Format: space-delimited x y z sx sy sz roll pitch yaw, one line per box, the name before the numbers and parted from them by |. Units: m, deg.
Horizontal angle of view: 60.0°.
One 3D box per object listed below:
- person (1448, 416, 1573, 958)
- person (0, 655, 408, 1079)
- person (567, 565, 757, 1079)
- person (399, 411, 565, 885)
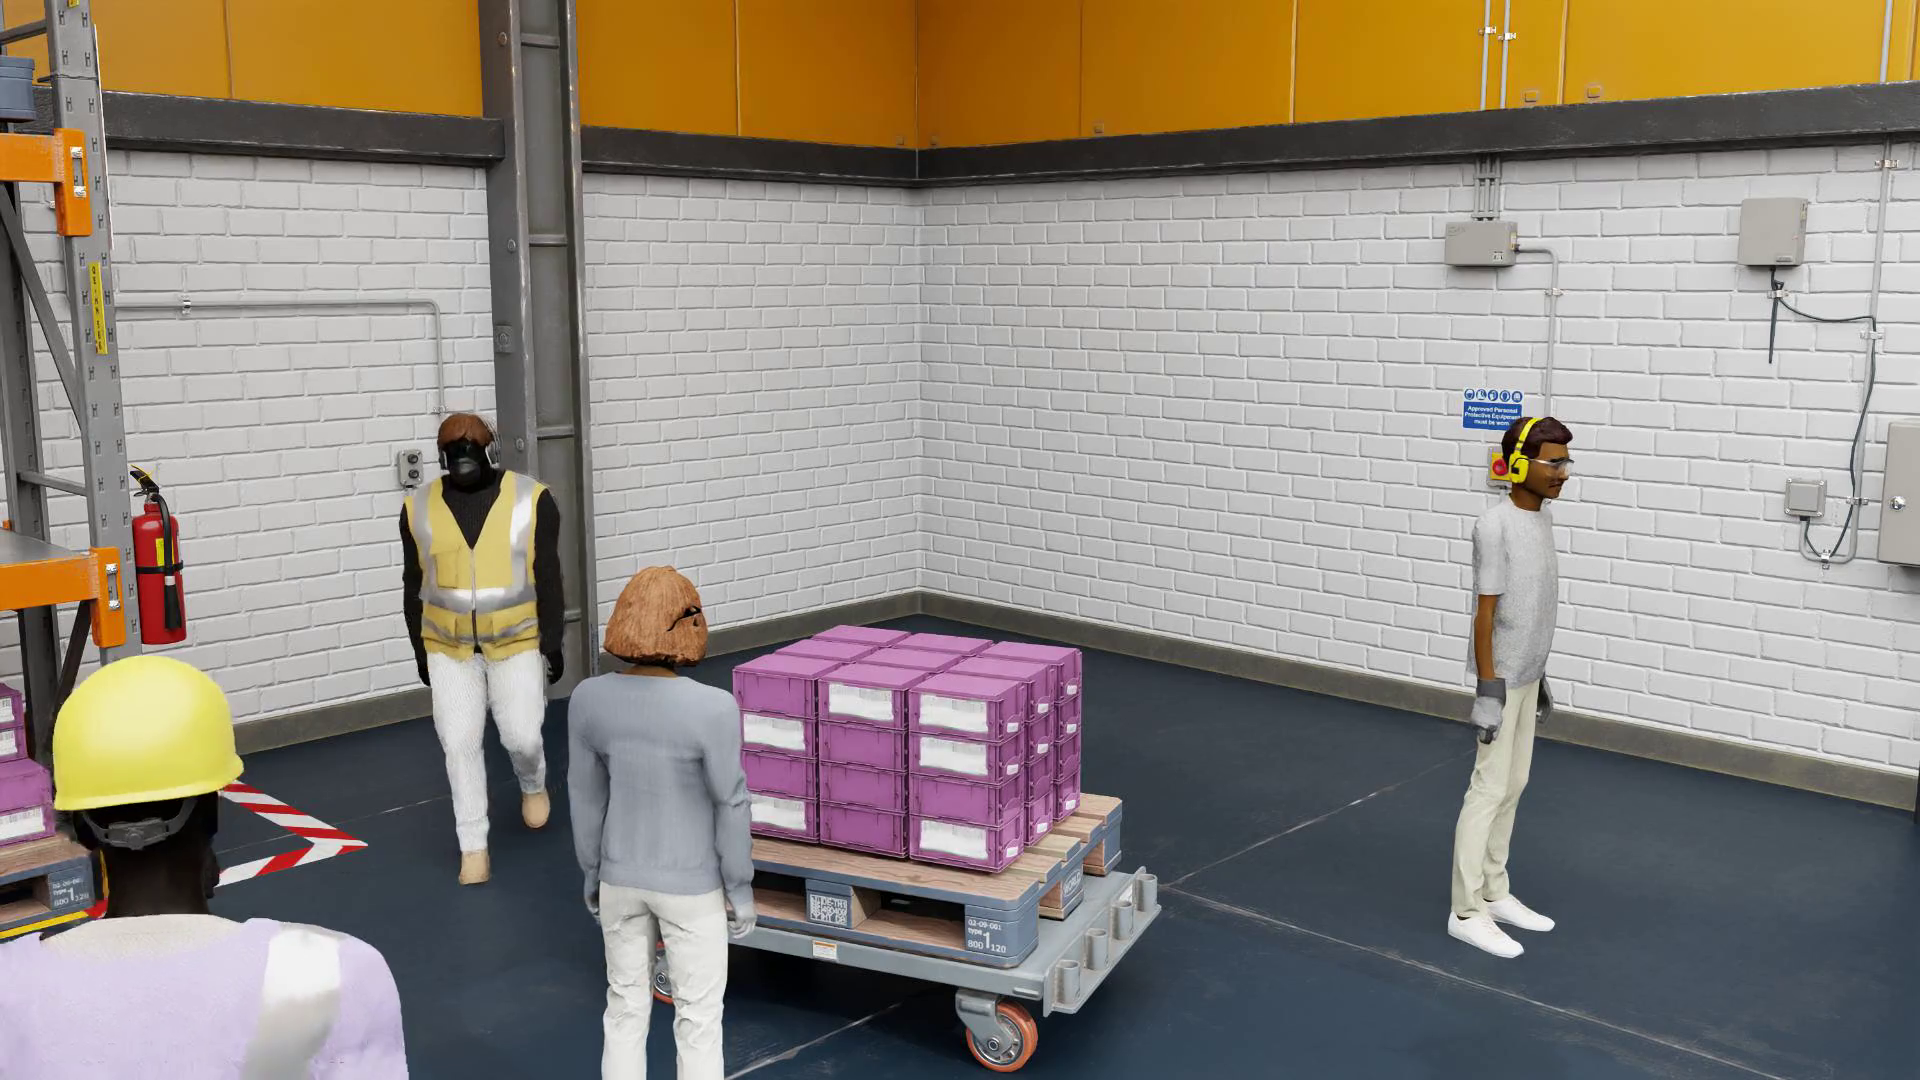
person | 1.936 0.499 5.809 0.309 1.859 0.534 8 12 39
person | -1.006 1.086 2.174 0.599 1.877 1.008 -1 9 -3
person | -0.743 0.874 4.197 0.498 1.634 0.283 4 10 21
person | -1.865 0.395 6.548 0.633 1.828 0.585 -1 9 -7
